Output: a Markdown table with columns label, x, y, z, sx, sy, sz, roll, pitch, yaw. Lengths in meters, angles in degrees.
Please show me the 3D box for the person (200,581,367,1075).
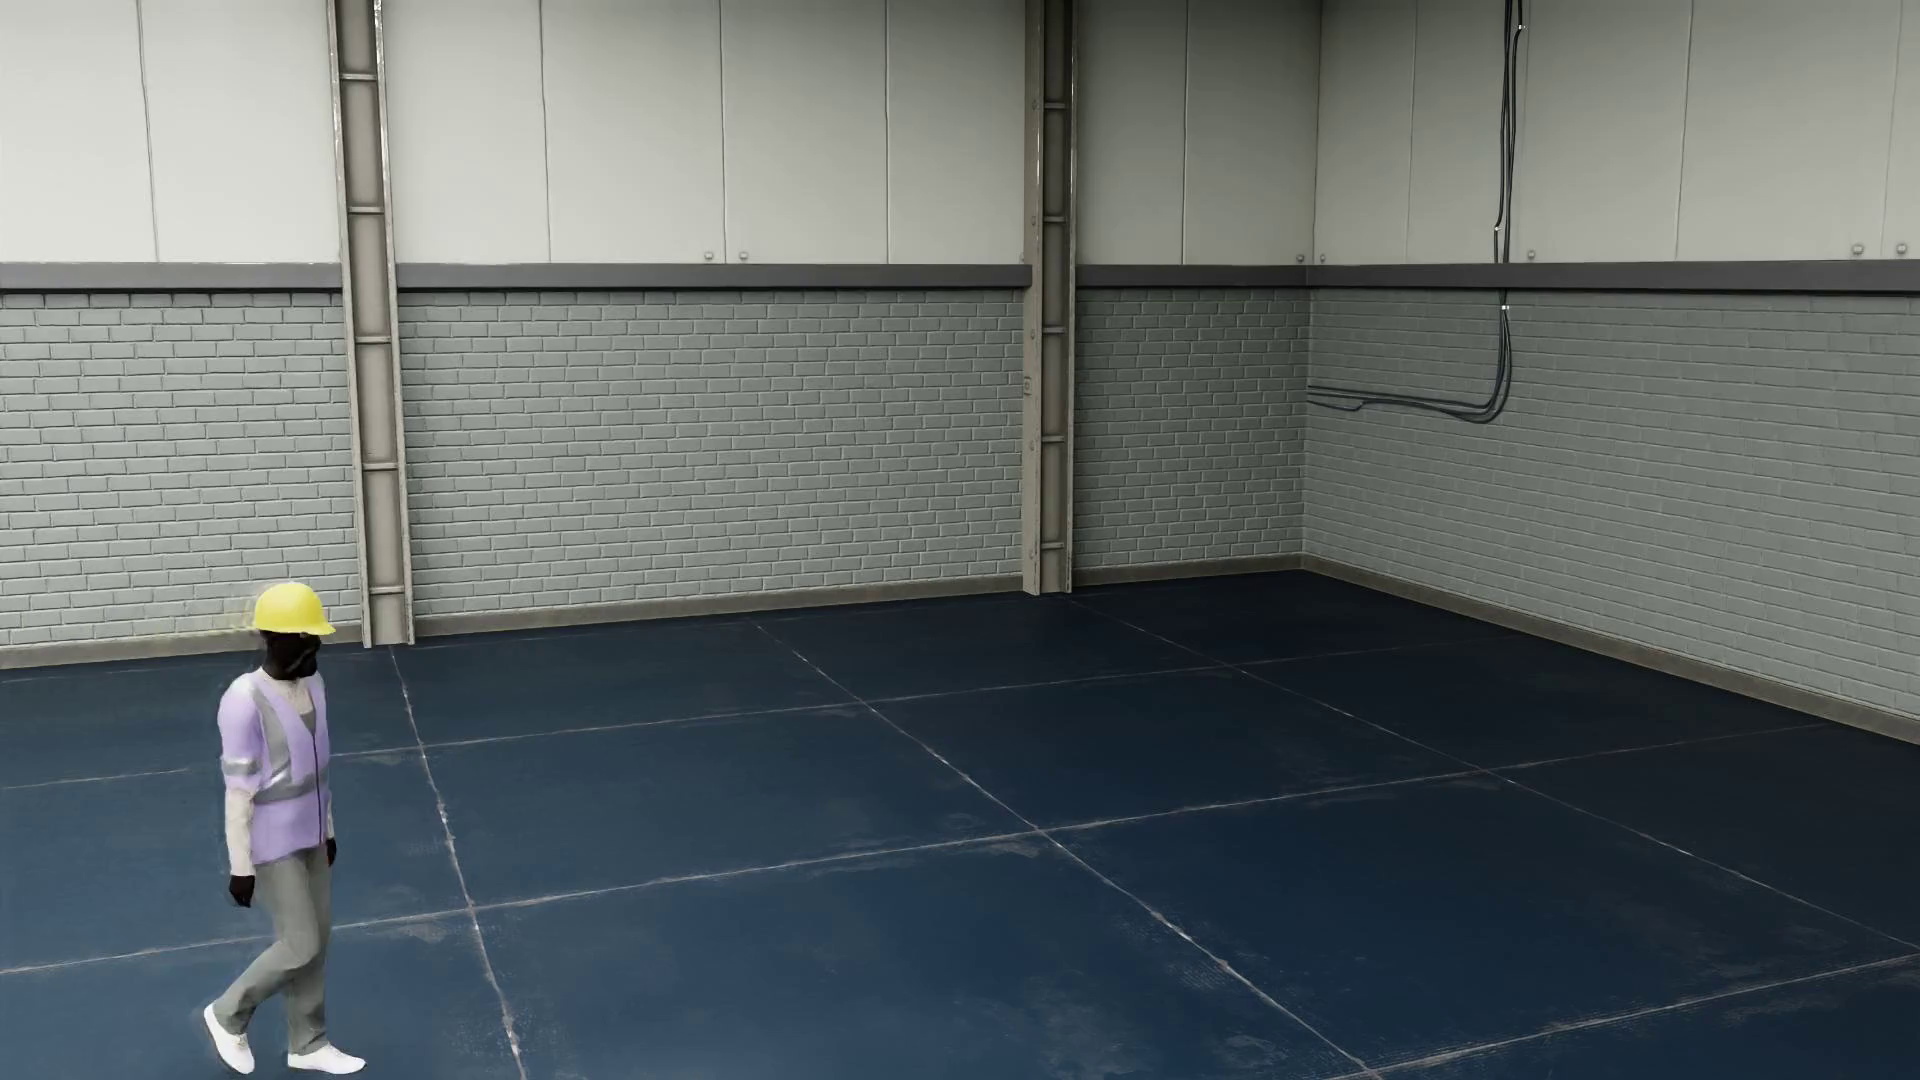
| label | x | y | z | sx | sy | sz | roll | pitch | yaw |
| --- | --- | --- | --- | --- | --- | --- | --- | --- | --- |
| person | -2.534 | 1.097 | 6.210 | 0.504 | 1.911 | 0.603 | 1 | 9 | 7 |
